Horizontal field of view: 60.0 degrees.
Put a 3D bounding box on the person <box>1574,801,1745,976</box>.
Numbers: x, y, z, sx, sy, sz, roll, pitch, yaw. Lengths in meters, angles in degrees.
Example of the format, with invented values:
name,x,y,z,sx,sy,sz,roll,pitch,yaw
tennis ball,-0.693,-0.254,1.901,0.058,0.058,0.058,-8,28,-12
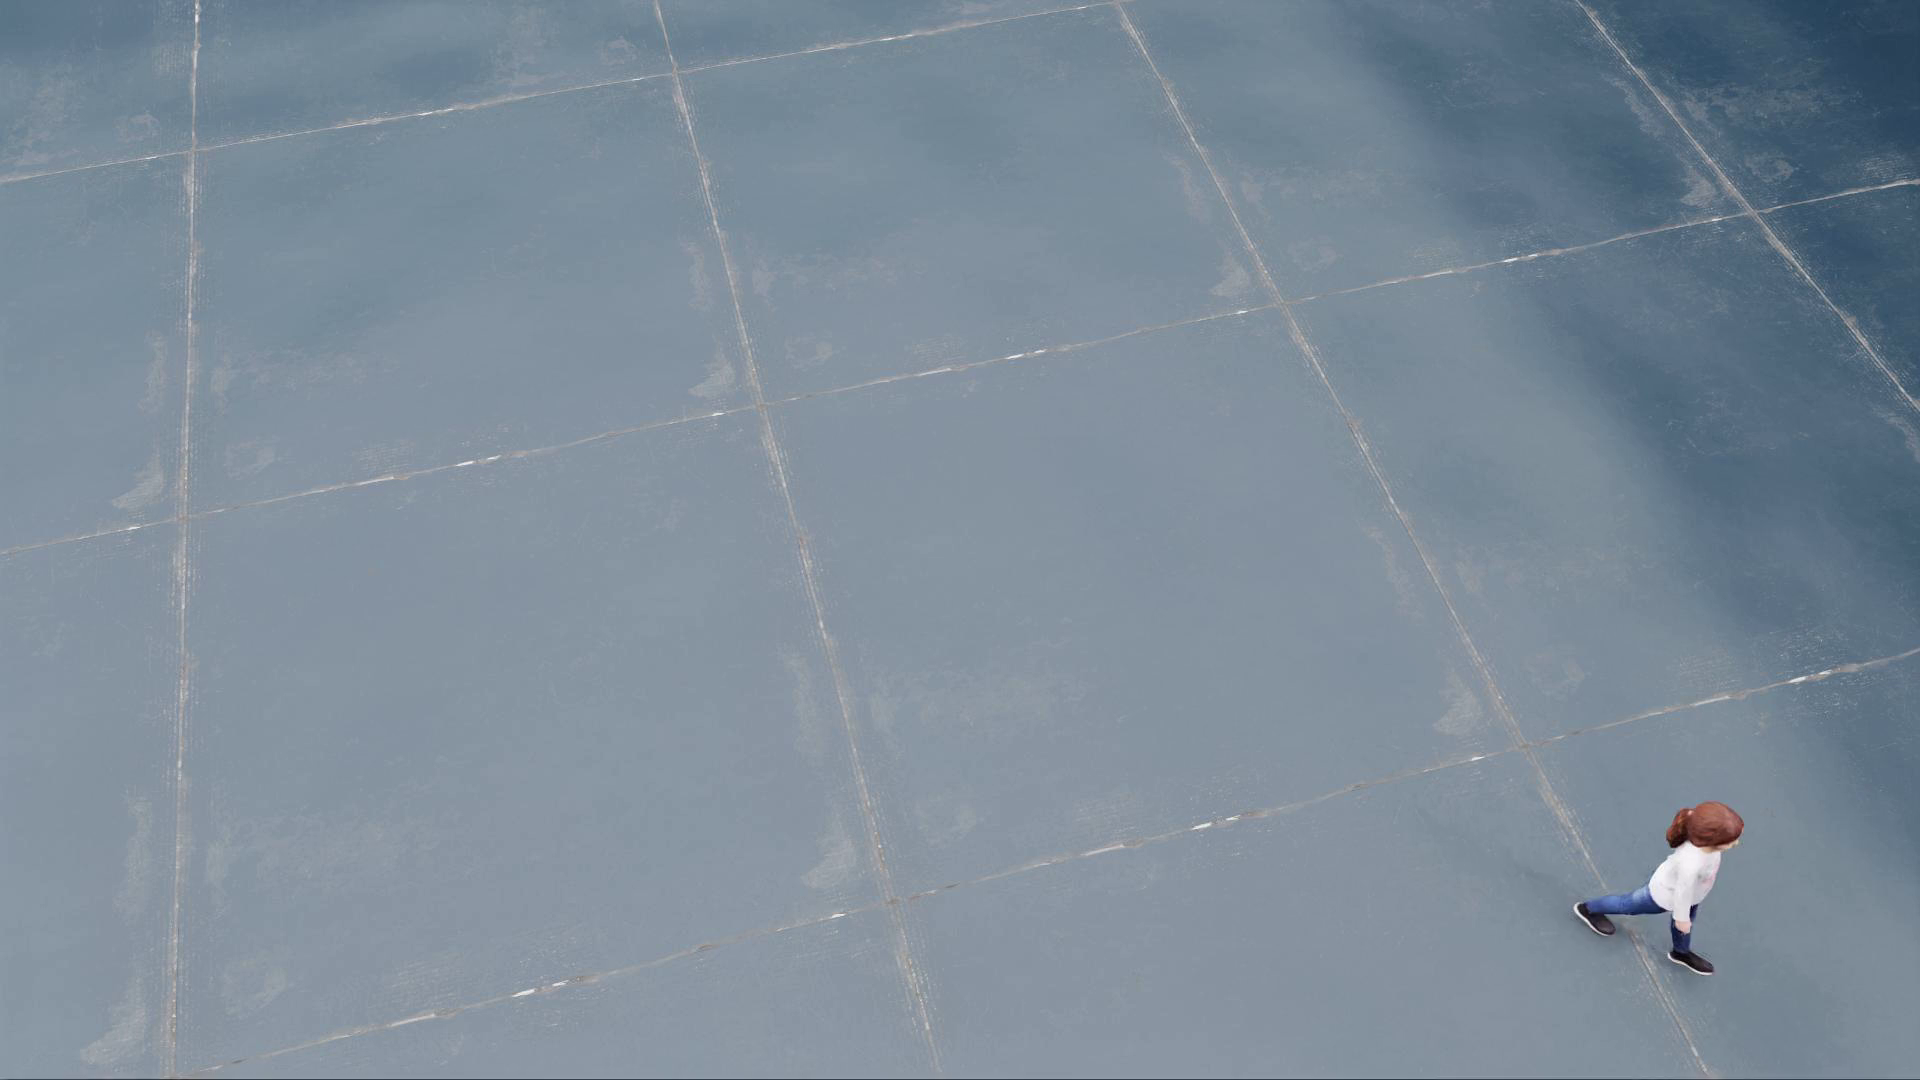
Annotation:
name,x,y,z,sx,sy,sz,roll,pitch,yaw
person,2.809,1.354,6.663,0.849,1.087,0.700,36,60,24
